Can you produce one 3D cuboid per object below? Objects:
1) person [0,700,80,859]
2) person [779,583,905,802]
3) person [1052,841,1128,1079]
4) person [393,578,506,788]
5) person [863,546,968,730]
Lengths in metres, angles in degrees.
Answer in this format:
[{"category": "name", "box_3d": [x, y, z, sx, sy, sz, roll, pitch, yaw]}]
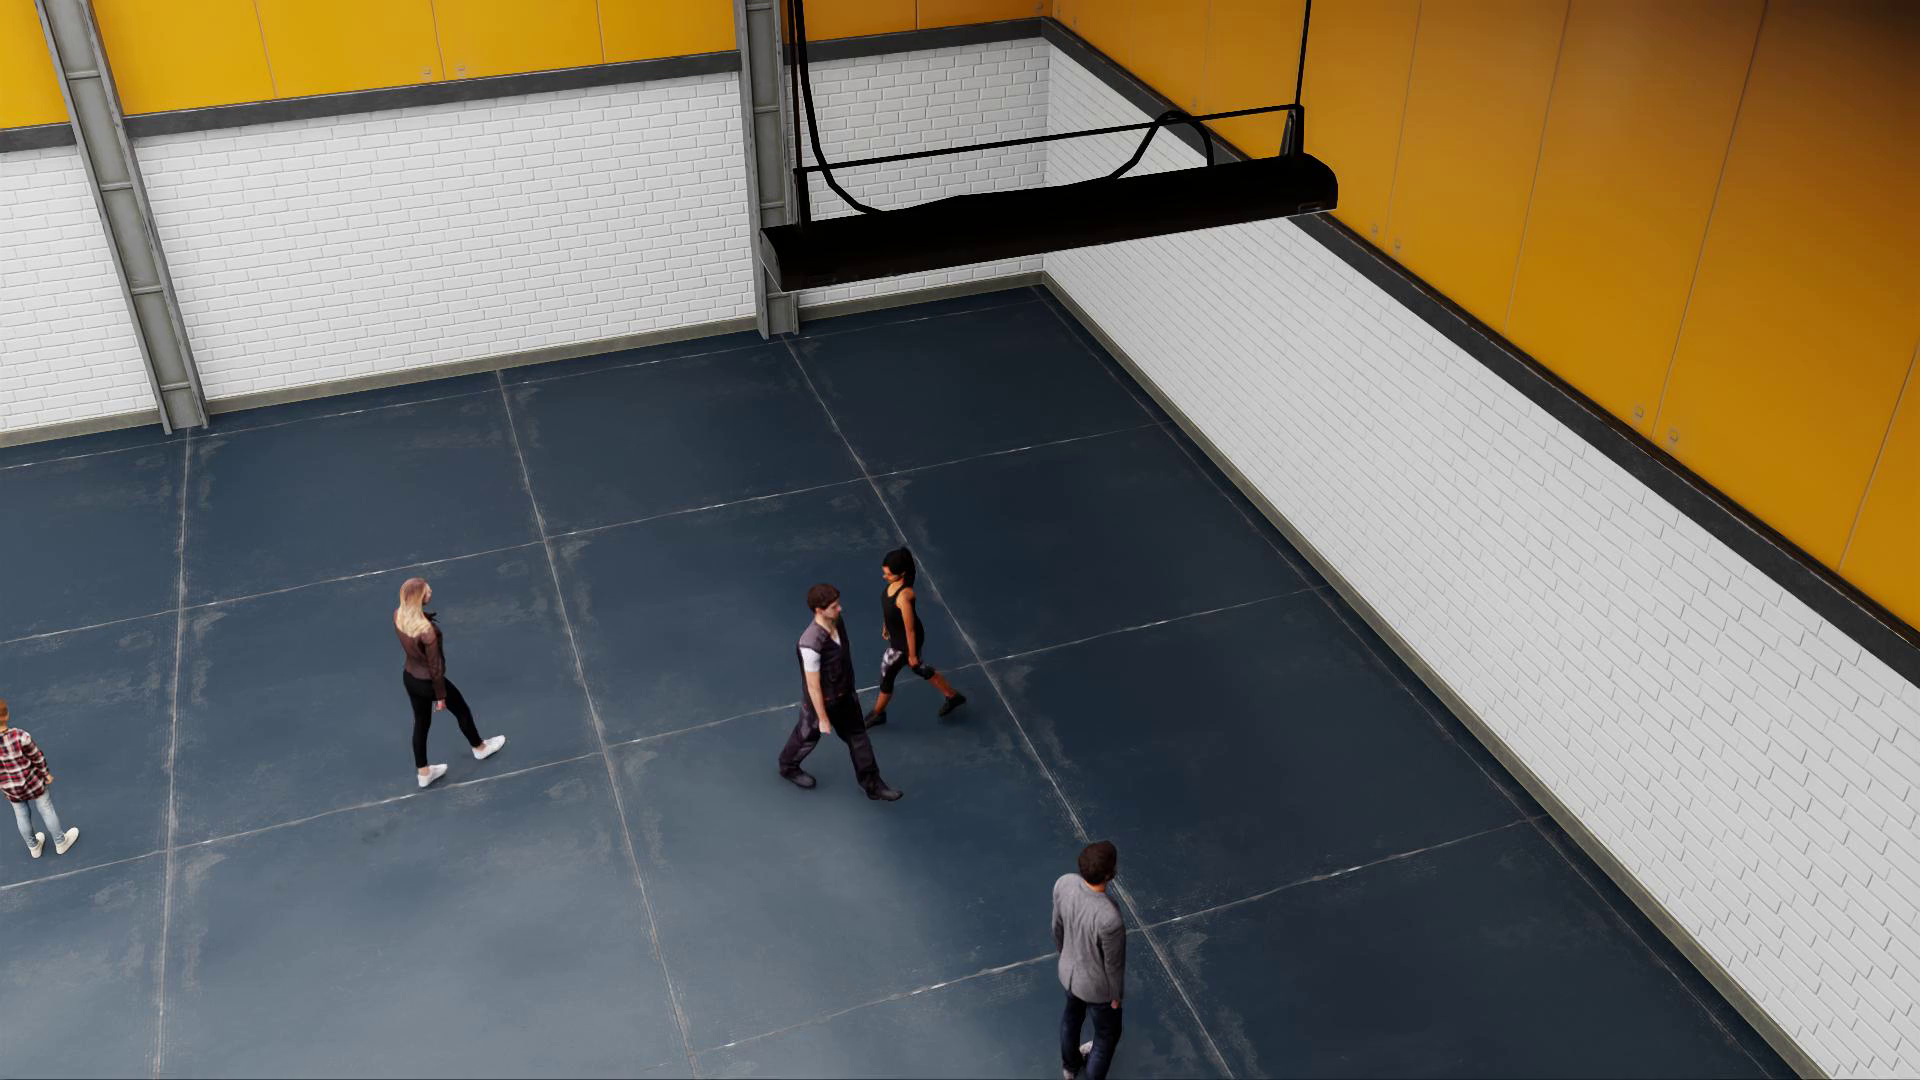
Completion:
[{"category": "person", "box_3d": [-6.272, 1.588, 11.103, 0.515, 1.307, 0.624, -5, 34, -8]}, {"category": "person", "box_3d": [-1.002, 1.063, 11.446, 1.256, 1.802, 1.179, 14, 36, 20]}, {"category": "person", "box_3d": [0.724, 2.438, 9.313, 0.758, 1.874, 0.781, -24, 41, -32]}, {"category": "person", "box_3d": [-3.784, 1.034, 11.602, 0.908, 1.677, 1.026, 21, 39, 28]}, {"category": "person", "box_3d": [-0.323, 0.701, 12.144, 1.117, 1.631, 0.696, -4, 34, -7]}]
